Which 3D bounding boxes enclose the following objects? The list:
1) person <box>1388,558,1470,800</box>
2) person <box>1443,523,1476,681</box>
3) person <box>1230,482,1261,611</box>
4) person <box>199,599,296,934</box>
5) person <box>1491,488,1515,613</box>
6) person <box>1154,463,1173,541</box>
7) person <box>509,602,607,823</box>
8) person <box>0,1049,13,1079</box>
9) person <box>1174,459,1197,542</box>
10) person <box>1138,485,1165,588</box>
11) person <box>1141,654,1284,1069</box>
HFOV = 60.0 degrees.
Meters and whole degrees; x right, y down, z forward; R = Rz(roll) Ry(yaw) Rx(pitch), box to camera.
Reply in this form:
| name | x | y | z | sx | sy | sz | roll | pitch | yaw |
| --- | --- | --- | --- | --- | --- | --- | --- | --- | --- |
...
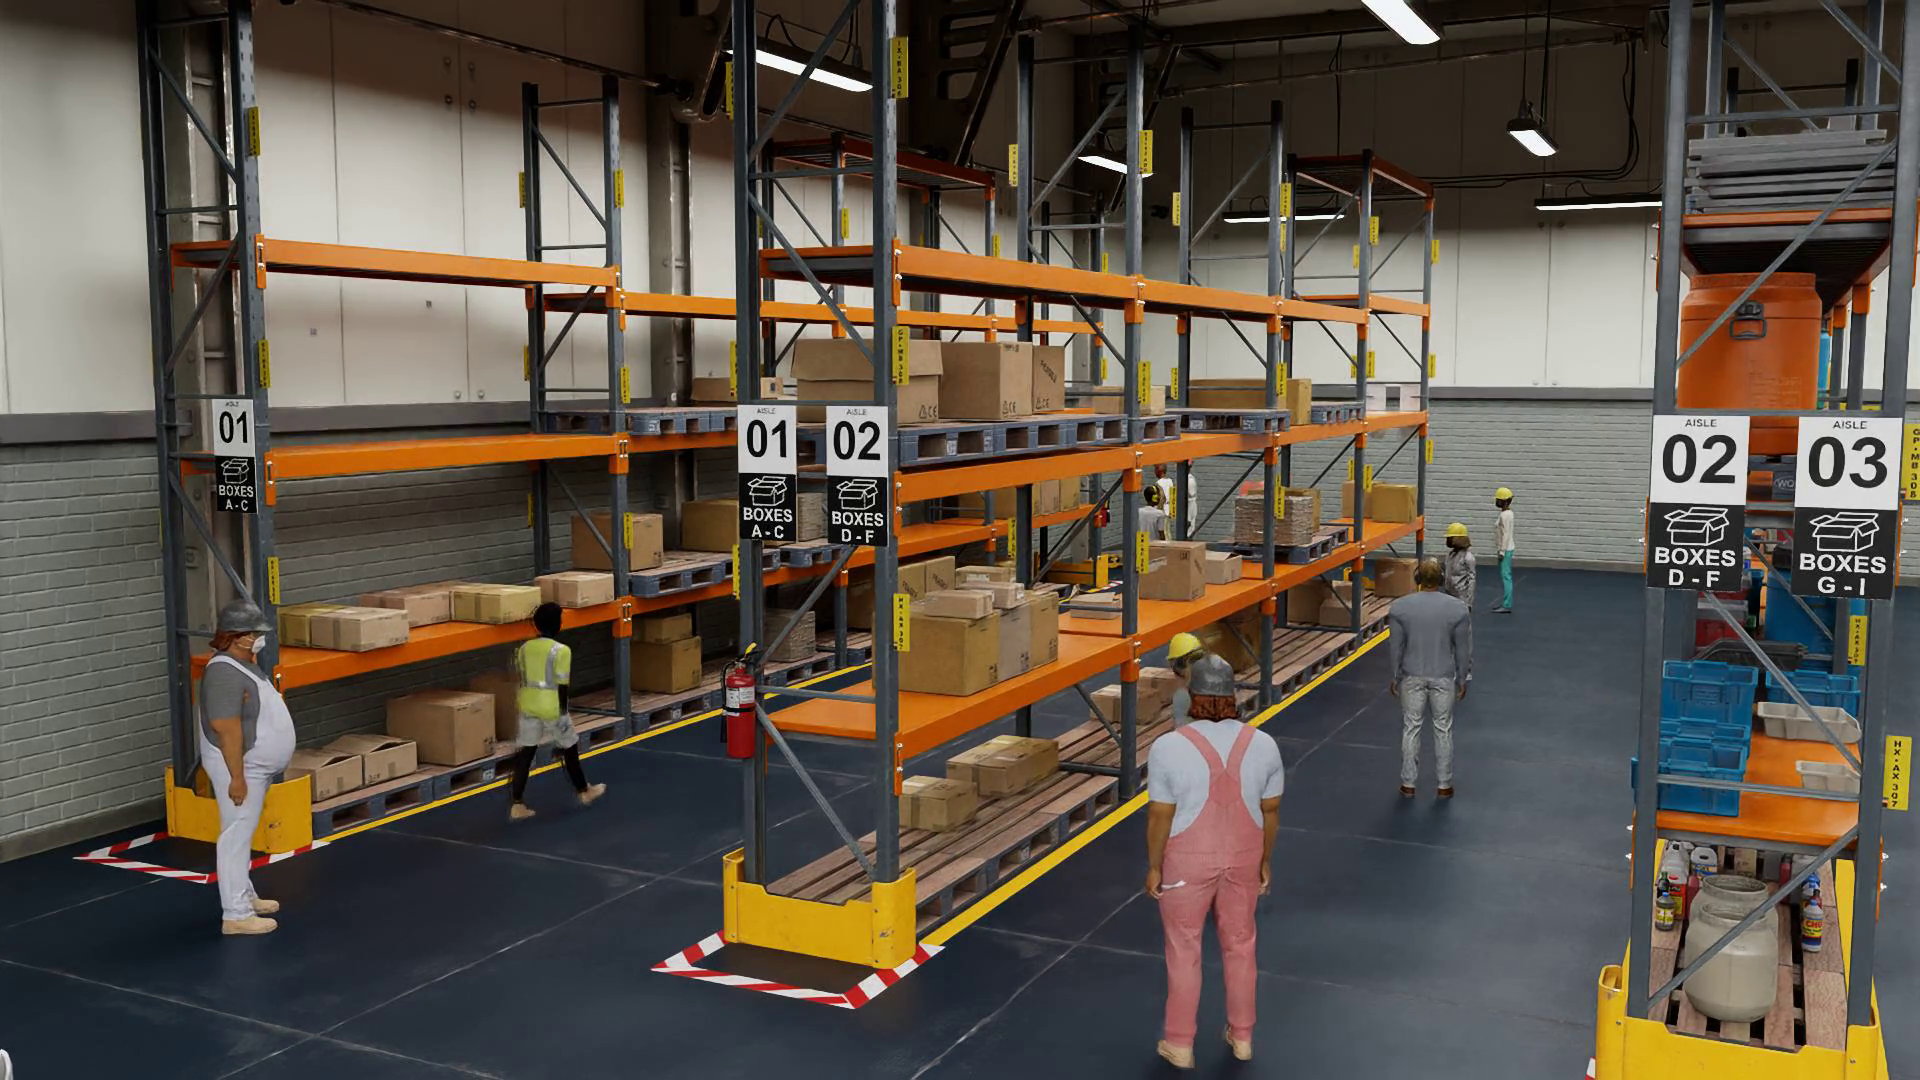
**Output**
| name | x | y | z | sx | sy | sz | roll | pitch | yaw |
| --- | --- | --- | --- | --- | --- | --- | --- | --- | --- |
| person | 3.730 | 1.103 | 13.255 | 0.631 | 1.940 | 0.372 | 2 | 6 | 15 |
| person | 5.467 | 0.678 | 18.323 | 0.323 | 1.742 | 0.492 | -2 | 6 | -18 |
| person | 4.038 | 0.122 | 23.092 | 0.552 | 1.880 | 1.025 | 5 | 7 | 38 |
| person | -4.365 | 1.364 | 10.224 | 0.535 | 2.000 | 0.686 | -2 | 6 | -18 |
| person | 7.630 | 0.146 | 23.389 | 0.322 | 1.767 | 0.533 | 2 | 6 | 22 |
| person | 3.494 | -0.418 | 28.505 | 0.377 | 1.841 | 0.567 | 3 | 7 | 26 |
| person | -3.131 | 1.295 | 12.751 | 0.546 | 1.646 | 0.876 | 3 | 7 | 29 |
| person | -3.045 | 2.105 | 4.958 | 0.312 | 1.636 | 0.518 | 3 | 6 | 25 |
| person | 3.708 | -0.402 | 27.394 | 0.393 | 2.040 | 0.611 | 0 | 6 | 0 |
| person | 2.563 | 0.196 | 22.430 | 0.535 | 1.864 | 0.312 | 5 | 8 | 39 |
| person | 1.226 | 1.566 | 8.263 | 0.698 | 2.000 | 0.551 | -1 | 6 | -12 |
